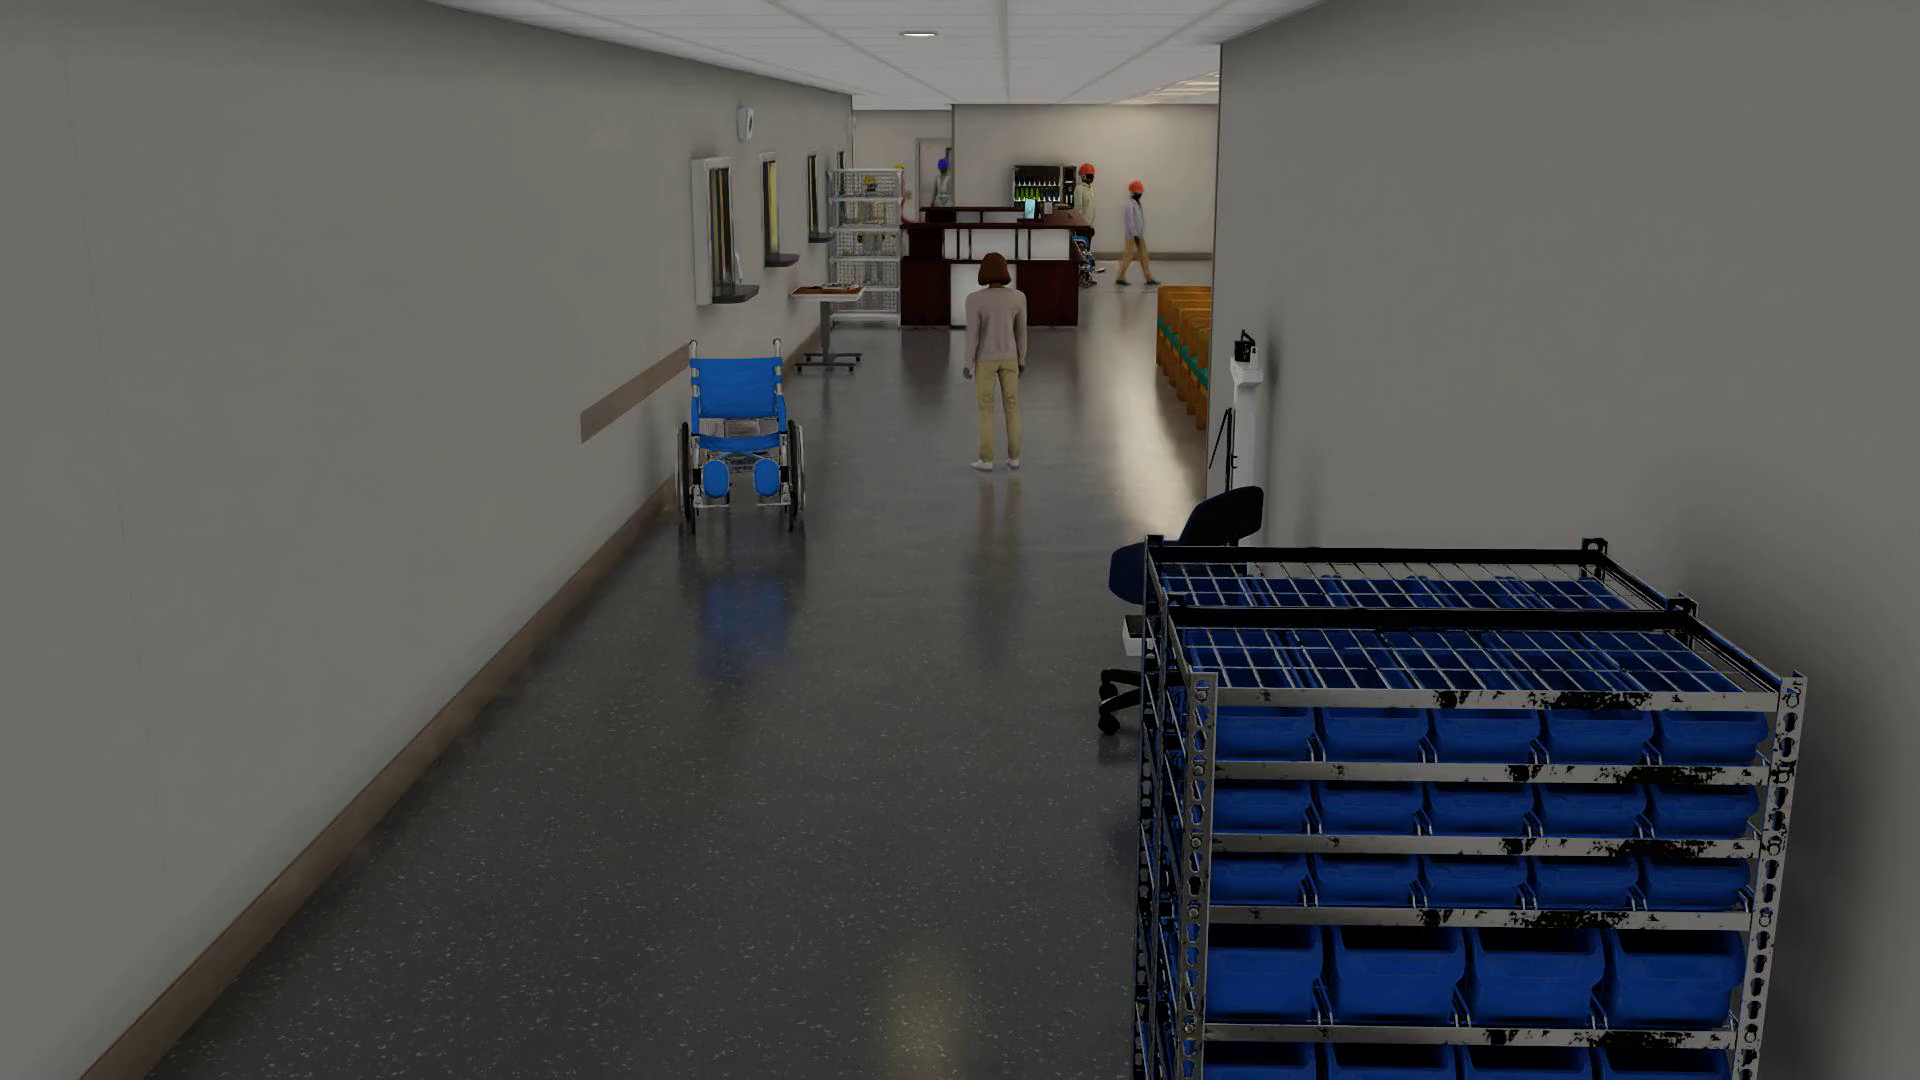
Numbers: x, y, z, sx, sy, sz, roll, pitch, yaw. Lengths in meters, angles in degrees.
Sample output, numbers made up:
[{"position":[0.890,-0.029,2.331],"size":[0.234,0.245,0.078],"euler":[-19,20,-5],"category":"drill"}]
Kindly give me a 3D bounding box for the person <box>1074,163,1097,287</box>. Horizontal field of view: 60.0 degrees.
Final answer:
[{"position":[2.055,-5.157,27.252],"size":[0.381,1.994,0.613],"euler":[6,15,23],"category":"person"}]

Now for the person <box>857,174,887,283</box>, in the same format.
[{"position":[-1.448,-5.030,27.108],"size":[0.414,1.822,0.599],"euler":[13,19,43],"category":"person"}]

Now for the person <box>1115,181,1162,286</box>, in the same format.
[{"position":[2.915,-5.022,27.280],"size":[0.758,1.712,0.583],"euler":[7,16,27],"category":"person"}]

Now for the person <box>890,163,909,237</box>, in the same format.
[{"position":[-1.439,-8.126,39.809],"size":[0.416,1.754,0.526],"euler":[3,14,12],"category":"person"}]

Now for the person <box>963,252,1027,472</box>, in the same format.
[{"position":[0.263,-1.329,12.464],"size":[0.507,1.631,0.276],"euler":[-6,15,-22],"category":"person"}]

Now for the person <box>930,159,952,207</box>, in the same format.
[{"position":[-0.361,-7.529,37.082],"size":[0.726,1.884,0.873],"euler":[12,18,40],"category":"person"}]
